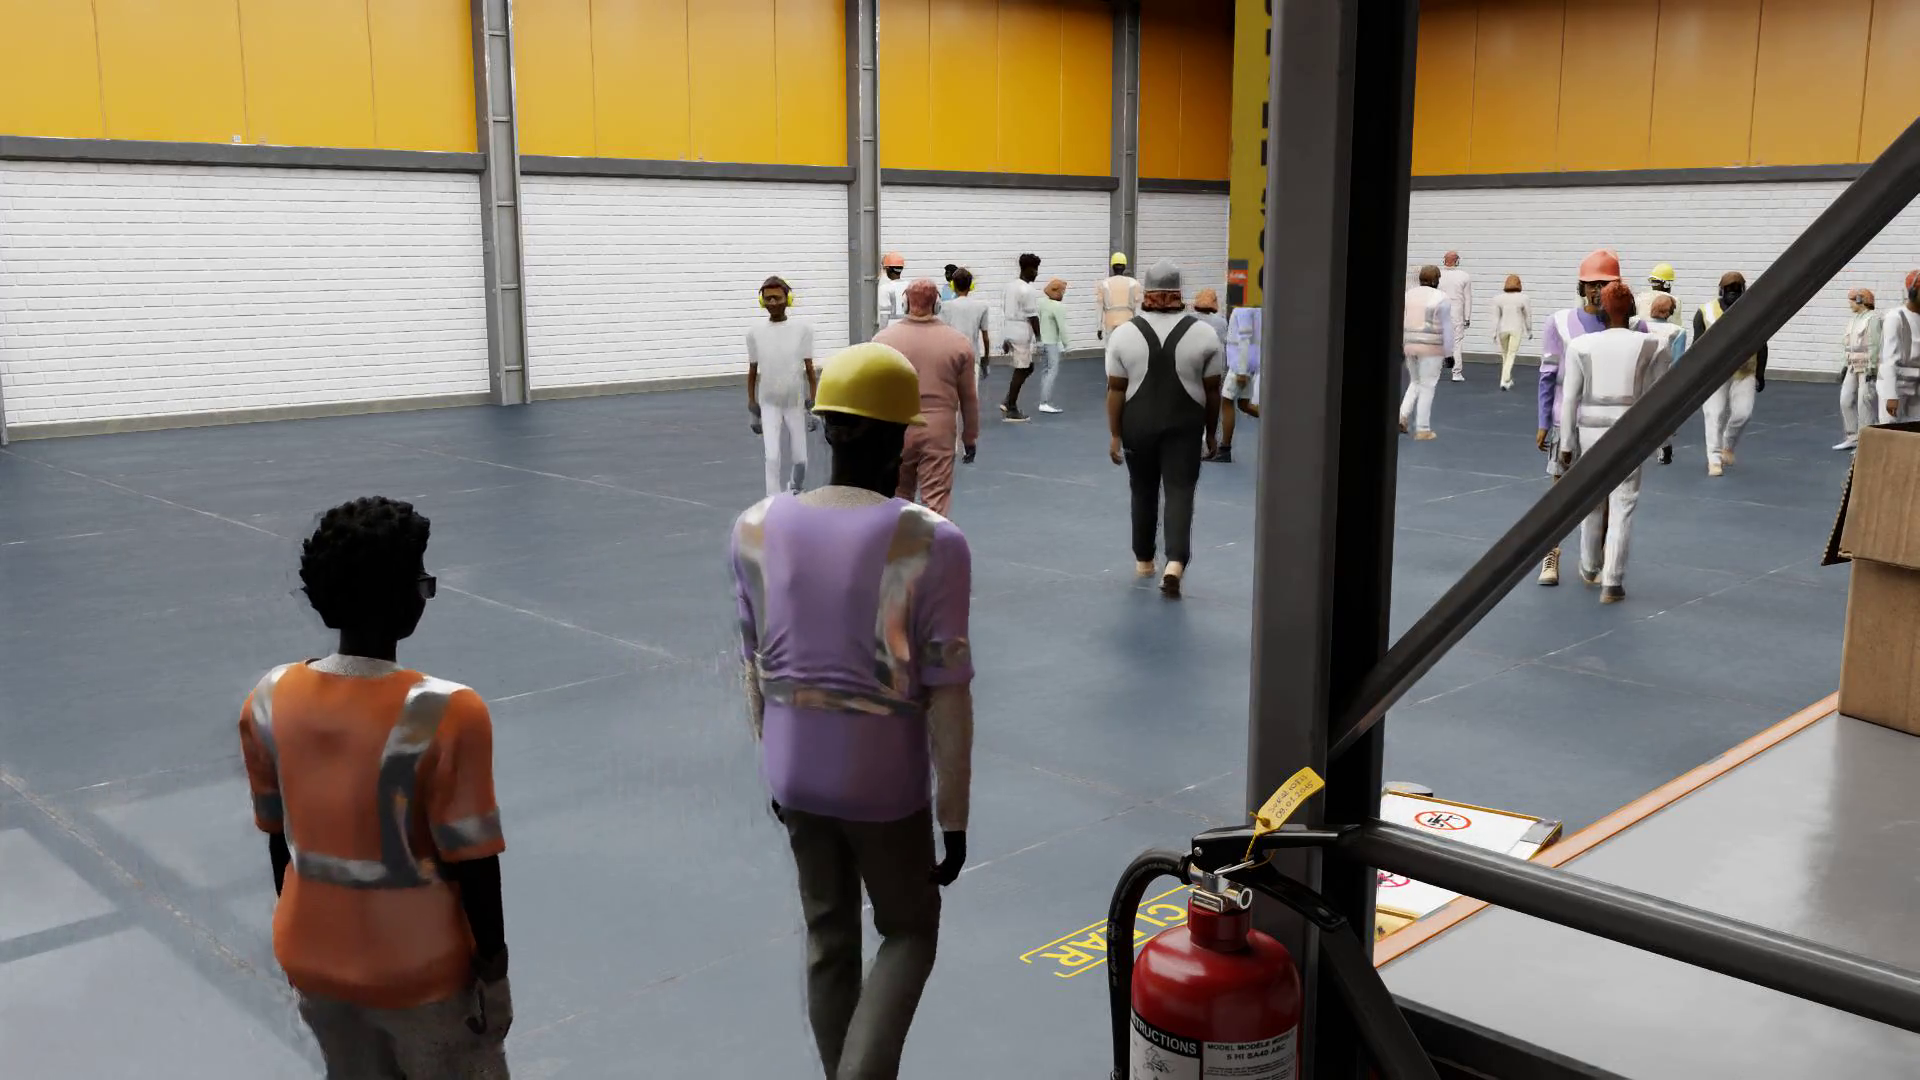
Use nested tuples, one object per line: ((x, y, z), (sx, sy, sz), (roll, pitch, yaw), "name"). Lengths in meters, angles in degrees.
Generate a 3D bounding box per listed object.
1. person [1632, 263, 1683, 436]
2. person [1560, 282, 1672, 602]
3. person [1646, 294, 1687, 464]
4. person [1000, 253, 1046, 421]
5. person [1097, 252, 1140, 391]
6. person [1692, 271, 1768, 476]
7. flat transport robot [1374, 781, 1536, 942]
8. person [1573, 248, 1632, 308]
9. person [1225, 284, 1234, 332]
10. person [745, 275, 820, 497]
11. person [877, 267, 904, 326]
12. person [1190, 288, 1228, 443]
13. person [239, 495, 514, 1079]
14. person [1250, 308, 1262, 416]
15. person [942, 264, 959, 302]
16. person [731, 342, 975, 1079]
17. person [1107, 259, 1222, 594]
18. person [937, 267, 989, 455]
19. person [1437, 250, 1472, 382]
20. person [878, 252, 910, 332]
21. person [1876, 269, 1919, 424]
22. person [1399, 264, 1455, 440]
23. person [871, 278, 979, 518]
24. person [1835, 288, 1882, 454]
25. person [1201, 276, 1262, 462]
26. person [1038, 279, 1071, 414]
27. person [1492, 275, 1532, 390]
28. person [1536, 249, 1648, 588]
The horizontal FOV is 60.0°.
((7.411, -2.013, 17.691), (0.404, 1.832, 0.598), (-7, 13, -34), "person")
((3.903, -0.588, 9.901), (0.603, 1.843, 0.891), (5, 12, 27), "person")
((6.389, -1.456, 15.299), (0.512, 1.594, 0.864), (7, 13, 34), "person")
((0.704, -2.315, 19.063), (0.467, 1.933, 0.608), (-4, 11, -20), "person")
((2.126, -2.902, 22.342), (0.587, 1.907, 0.531), (1, 10, 3), "person")
((6.844, -1.484, 14.834), (0.635, 1.823, 0.486), (3, 11, 15), "person")
((1.385, 1.067, 5.158), (0.652, 0.197, 1.431), (7, 12, 33), "flat transport robot")
((7.056, -2.205, 18.348), (0.670, 1.978, 0.394), (2, 11, 13), "person")
((3.986, -3.042, 23.315), (0.569, 1.823, 0.535), (-5, 12, -27), "person")
((-1.267, -0.973, 11.960), (0.528, 1.852, 0.710), (-1, 10, -6), "person")
((-1.003, -2.928, 22.524), (1.002, 1.901, 0.647), (-1, 10, -7), "person")
((2.443, -1.746, 16.856), (0.501, 1.606, 0.783), (3, 11, 15), "person")
((-1.057, 0.758, 2.970), (0.544, 1.678, 0.603), (4, 11, 23), "person")
((3.628, -2.350, 19.823), (0.551, 1.713, 0.912), (5, 12, 27), "person")
((-0.109, -3.368, 25.442), (0.317, 1.696, 0.540), (-8, 13, -39), "person")
((-0.253, 0.528, 3.653), (0.585, 1.904, 0.572), (4, 11, 20), "person")
((1.230, -0.717, 10.056), (0.685, 2.000, 1.004), (2, 11, 9), "person")
((0.024, -1.684, 15.932), (0.511, 1.815, 0.997), (-1, 10, -4), "person")
((7.160, -3.269, 24.338), (0.642, 1.909, 0.410), (5, 12, 26), "person")
((-0.763, -2.402, 19.524), (0.354, 1.939, 0.545), (10, 14, 43), "person")
((7.248, -1.124, 12.746), (0.593, 1.872, 0.419), (-5, 11, -25), "person")
((4.869, -1.956, 17.409), (0.437, 1.831, 0.643), (-7, 13, -34), "person")
((-0.227, -0.629, 10.026), (0.681, 1.865, 0.915), (0, 10, -2), "person")
((8.853, -1.644, 16.305), (0.340, 1.626, 0.555), (0, 10, -1), "person")
((2.706, -1.655, 15.530), (0.812, 1.912, 0.553), (4, 11, 19), "person")
((1.101, -2.334, 20.041), (0.407, 1.611, 0.722), (-4, 11, -21), "person")
((7.637, -2.881, 23.077), (0.500, 1.592, 0.853), (8, 13, 37), "person")
((3.810, -0.722, 10.069), (0.605, 2.045, 0.380), (3, 11, 14), "person")
